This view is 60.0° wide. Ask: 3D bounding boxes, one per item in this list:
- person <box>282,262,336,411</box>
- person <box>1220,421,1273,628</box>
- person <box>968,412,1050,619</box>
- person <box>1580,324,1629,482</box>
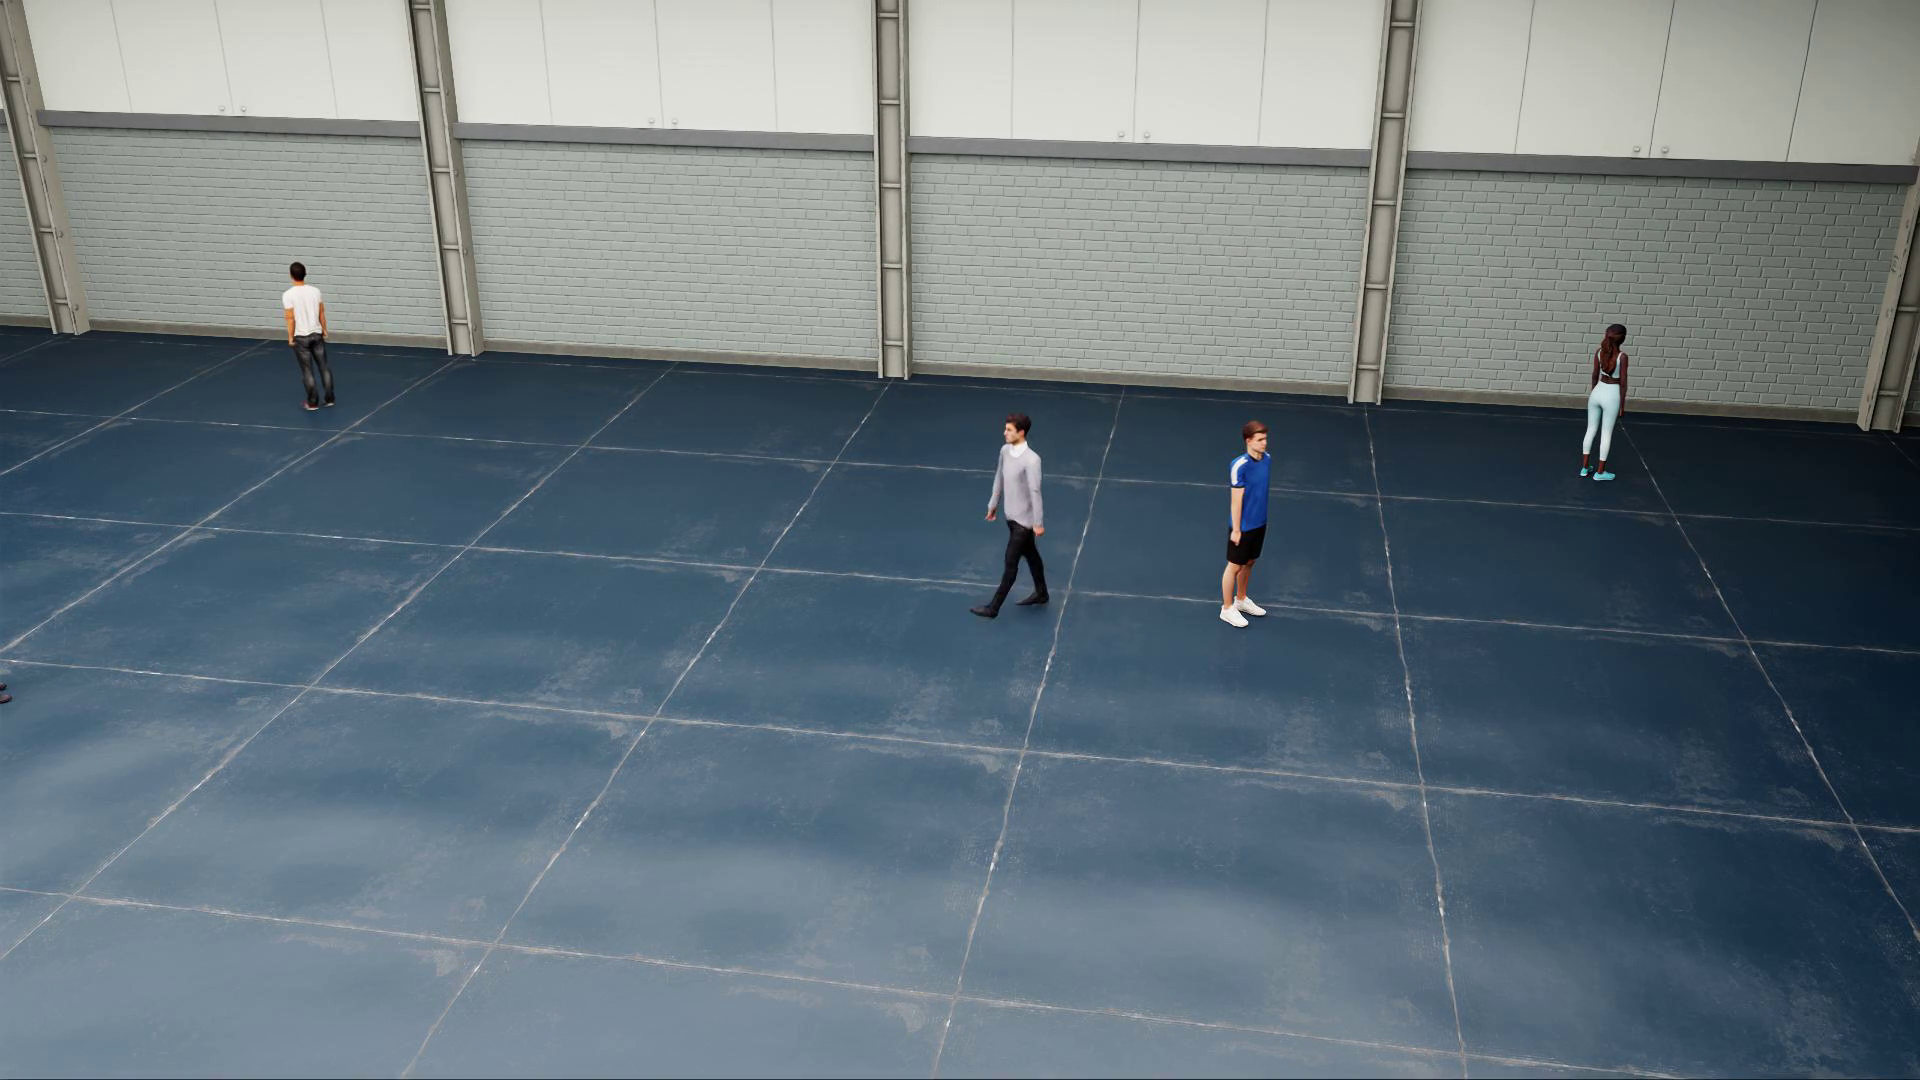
[{"bbox_3d":[-7.947,-2.493,20.267,0.728,1.803,0.719,21,30,40],"label":"person"},{"bbox_3d":[2.543,-0.176,14.739,0.764,1.865,0.739,21,30,40],"label":"person"},{"bbox_3d":[0.635,-0.223,14.827,1.266,1.882,1.123,-10,25,-22],"label":"person"},{"bbox_3d":[7.003,-1.506,18.046,0.711,1.724,0.647,-16,28,-33],"label":"person"}]
